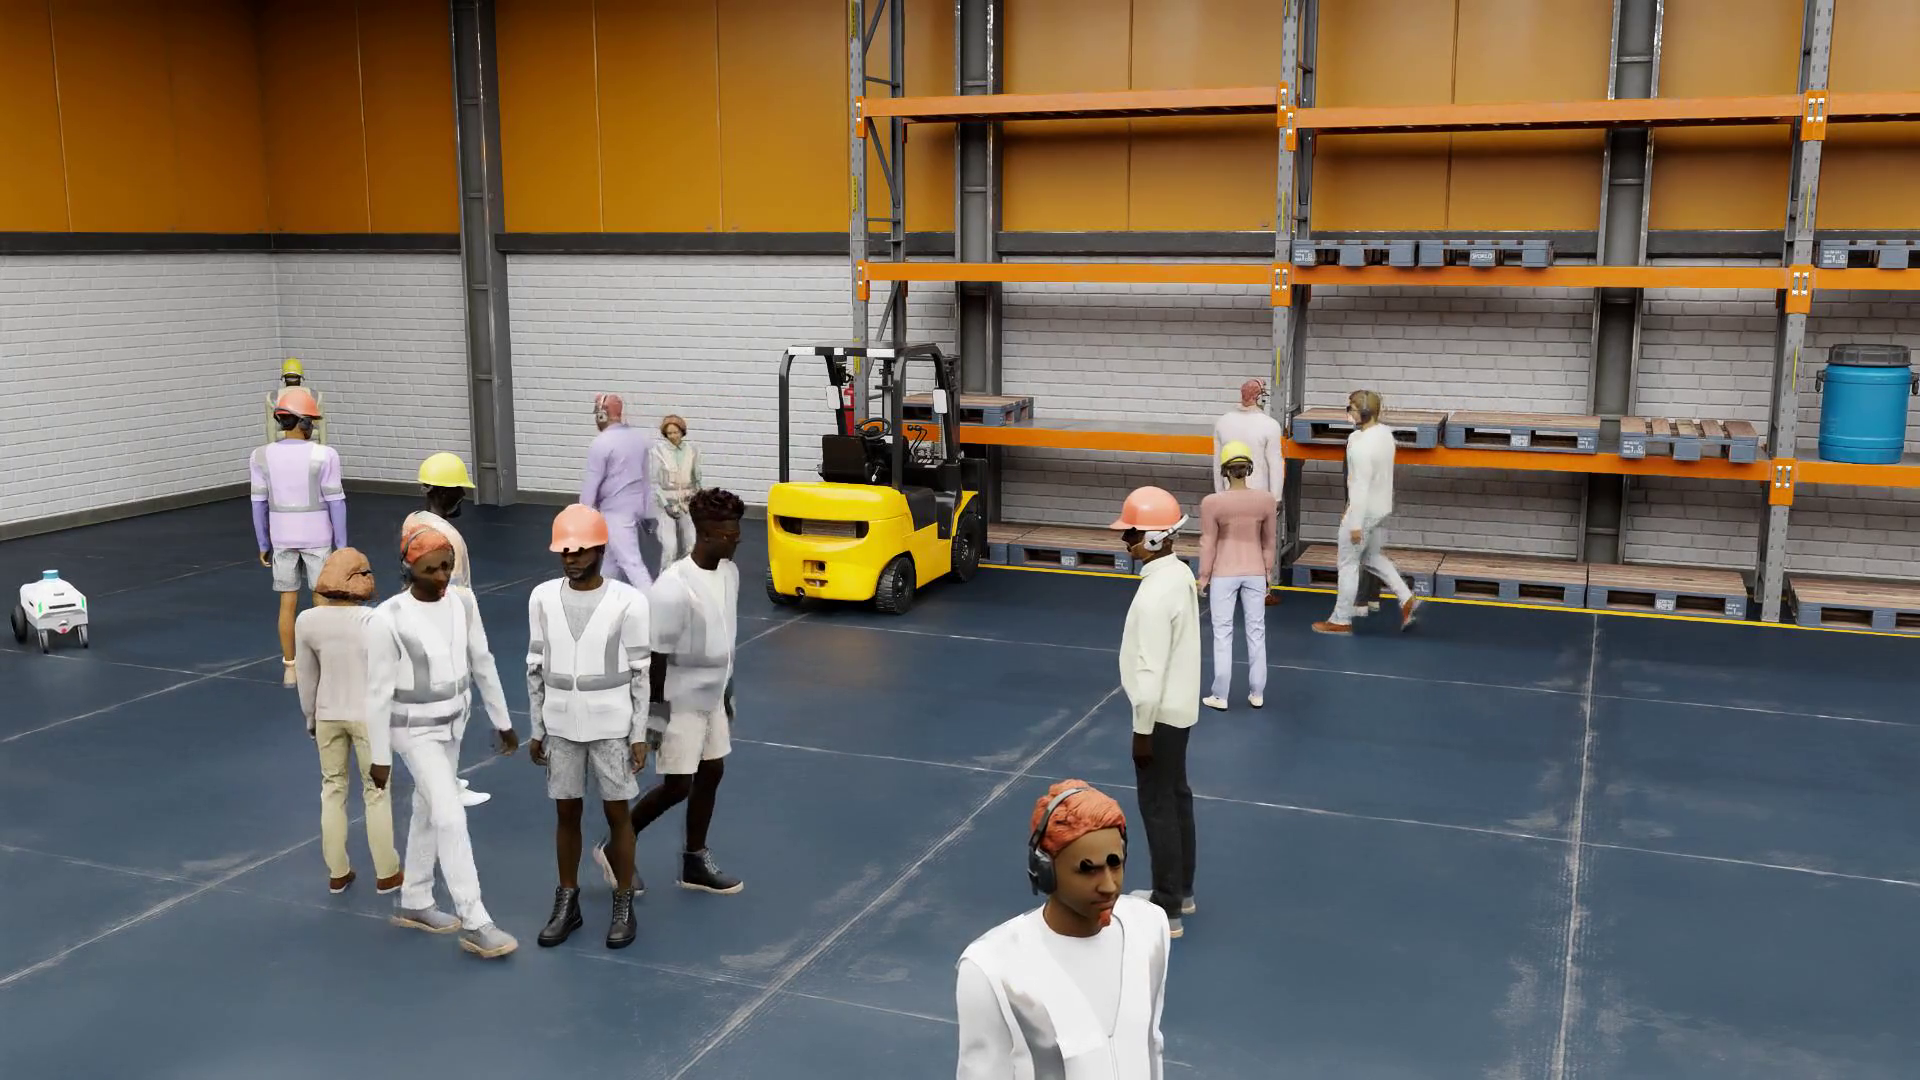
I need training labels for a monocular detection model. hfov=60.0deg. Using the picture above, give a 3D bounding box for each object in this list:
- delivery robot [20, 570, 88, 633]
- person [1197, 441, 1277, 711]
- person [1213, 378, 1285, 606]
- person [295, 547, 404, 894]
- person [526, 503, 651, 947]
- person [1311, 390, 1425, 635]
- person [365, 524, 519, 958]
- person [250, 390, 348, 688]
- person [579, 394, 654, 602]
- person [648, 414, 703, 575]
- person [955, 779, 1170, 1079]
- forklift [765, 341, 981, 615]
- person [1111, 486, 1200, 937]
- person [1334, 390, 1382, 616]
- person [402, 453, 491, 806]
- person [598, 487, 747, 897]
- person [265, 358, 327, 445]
[{"bbox_3d":[-6.855,0.471,12.573,0.477,0.478,0.707,-8,13,-38],"label":"delivery robot"},{"bbox_3d":[1.788,0.236,10.794,0.522,1.760,0.330,-2,10,-10],"label":"person"},{"bbox_3d":[2.435,-0.398,13.913,0.652,1.906,0.403,9,14,42],"label":"person"},{"bbox_3d":[-2.826,0.844,7.754,0.501,1.631,0.287,1,10,7],"label":"person"},{"bbox_3d":[-1.598,0.800,7.149,0.542,1.939,0.364,1,10,6],"label":"person"},{"bbox_3d":[3.146,-0.193,12.727,0.769,1.920,0.659,7,12,35],"label":"person"},{"bbox_3d":[-2.154,0.848,7.115,0.849,1.851,0.616,4,11,21],"label":"person"},{"bbox_3d":[-4.477,-0.003,11.349,0.614,2.033,0.393,0,10,-1],"label":"person"},{"bbox_3d":[-2.723,-0.210,13.040,0.986,1.850,0.645,3,11,18],"label":"person"},{"bbox_3d":[-2.344,-0.243,13.864,0.521,1.618,0.440,-7,12,-34],"label":"person"},{"bbox_3d":[0.249,1.447,3.697,0.585,1.882,0.344,-7,13,-36],"label":"person"},{"bbox_3d":[-0.739,-0.602,14.246,1.214,2.155,2.313,4,11,21],"label":"forklift"},{"bbox_3d":[0.855,0.749,7.324,0.405,1.987,0.618,4,11,19],"label":"person"},{"bbox_3d":[3.276,-0.300,13.542,0.329,1.842,0.509,9,13,40],"label":"person"},{"bbox_3d":[-2.772,0.486,8.956,0.389,1.921,0.586,-8,13,-39],"label":"person"},{"bbox_3d":[-1.285,0.707,7.677,0.654,1.940,0.630,4,11,21],"label":"person"},{"bbox_3d":[-6.896,-0.973,17.315,0.591,1.834,0.404,-5,11,-25],"label":"person"}]
